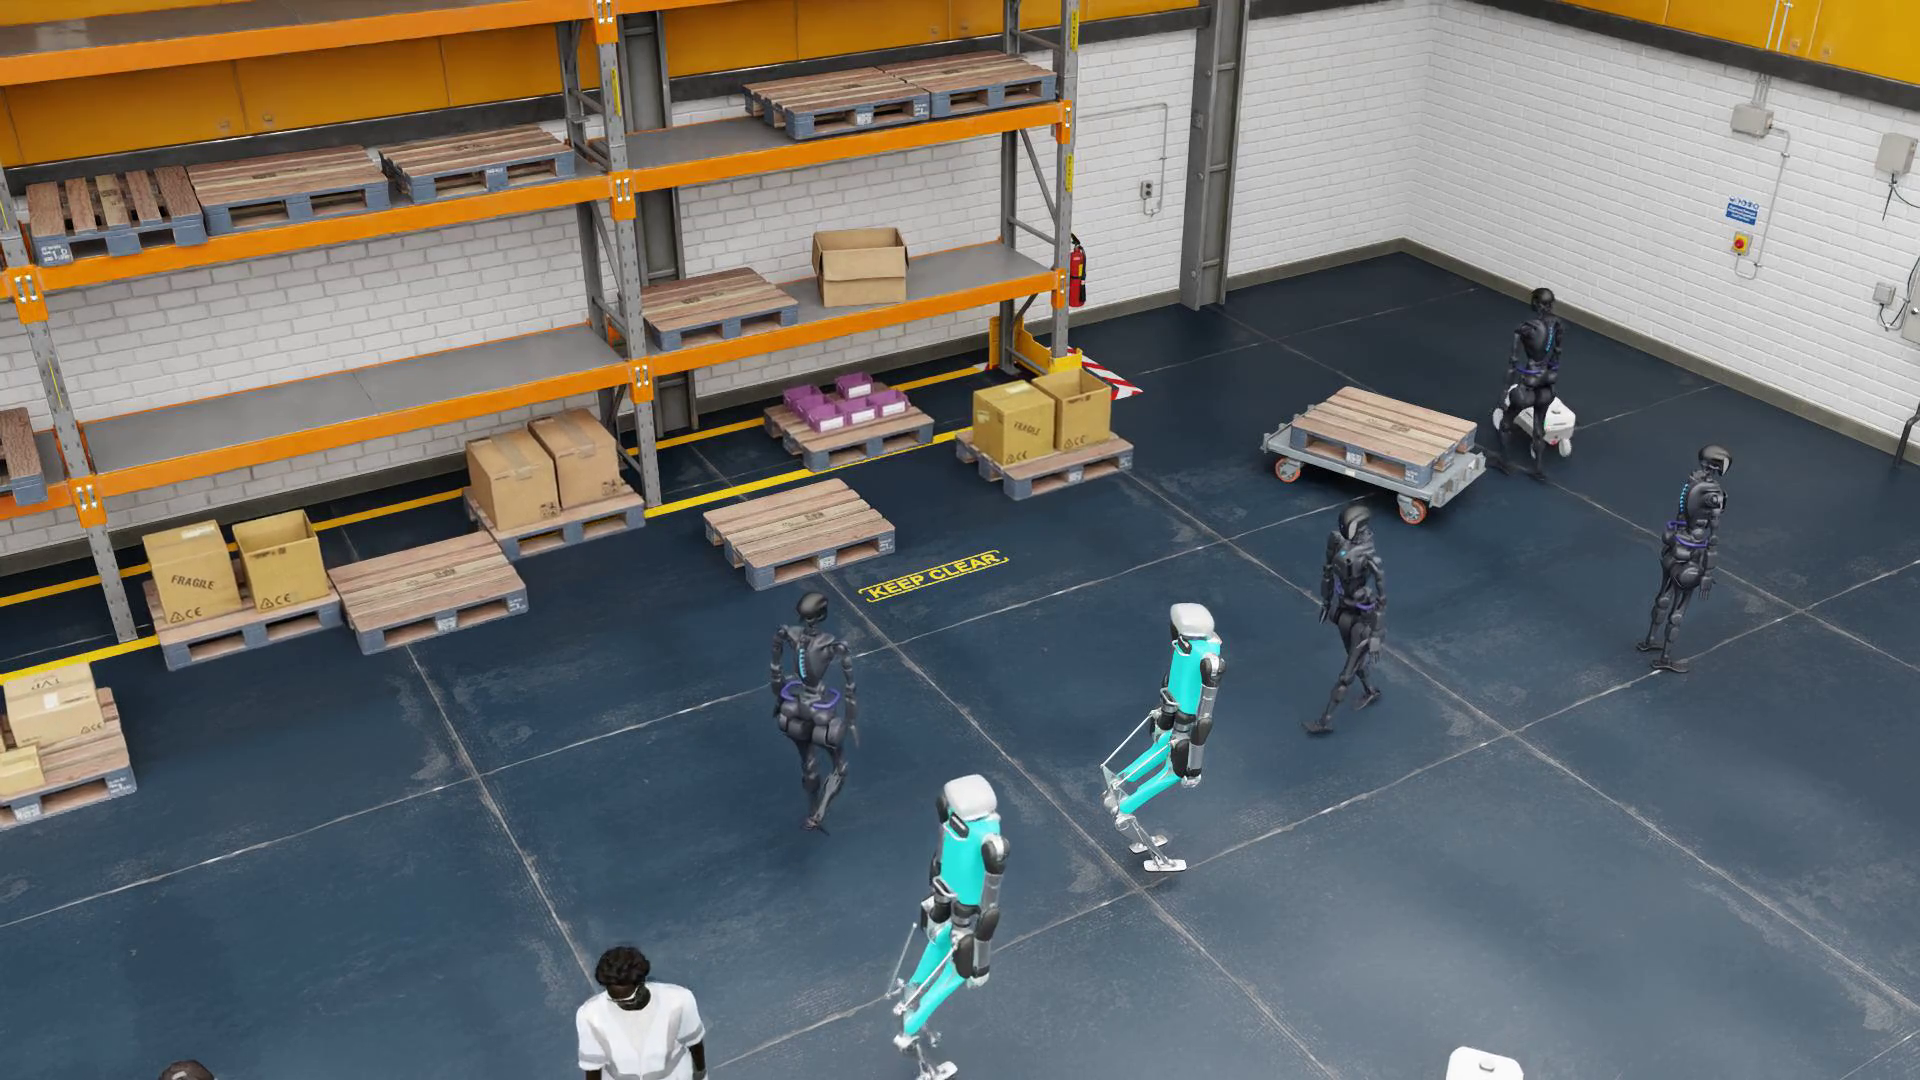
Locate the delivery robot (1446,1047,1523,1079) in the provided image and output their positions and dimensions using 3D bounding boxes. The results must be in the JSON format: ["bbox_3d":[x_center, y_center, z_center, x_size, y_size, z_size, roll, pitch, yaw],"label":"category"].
[{"bbox_3d":[2.414,2.774,7.777,0.499,0.599,0.784,10,31,18],"label":"delivery robot"}]

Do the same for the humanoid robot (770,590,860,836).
[{"bbox_3d":[-0.885,1.028,9.730,0.587,1.646,0.435,11,31,19],"label":"humanoid robot"}]

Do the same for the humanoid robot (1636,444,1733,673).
[{"bbox_3d":[4.974,0.096,11.358,0.315,1.657,0.599,1,29,1],"label":"humanoid robot"}]

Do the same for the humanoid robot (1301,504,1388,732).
[{"bbox_3d":[2.544,0.487,10.710,0.768,1.629,0.591,-15,33,-25],"label":"humanoid robot"}]

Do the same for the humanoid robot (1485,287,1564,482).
[{"bbox_3d":[4.755,-1.303,13.868,0.603,1.637,0.605,-13,32,-21],"label":"humanoid robot"}]

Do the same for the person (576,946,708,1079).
[{"bbox_3d":[-1.366,2.423,7.260,0.538,1.668,0.590,-3,30,-5],"label":"person"}]

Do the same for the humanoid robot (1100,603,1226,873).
[{"bbox_3d":[1.062,1.140,9.333,0.735,1.672,0.533,-8,30,-14],"label":"humanoid robot"}]

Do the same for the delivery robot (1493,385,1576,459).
[{"bbox_3d":[5.085,-1.091,14.600,0.499,0.580,0.756,-5,30,-9],"label":"delivery robot"}]

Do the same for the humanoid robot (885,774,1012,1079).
[{"bbox_3d":[-0.158,1.993,8.006,0.761,1.814,0.535,-16,33,-26],"label":"humanoid robot"}]

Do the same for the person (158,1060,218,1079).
[{"bbox_3d":[-2.801,2.751,6.465,0.531,1.883,0.411,-14,32,-23],"label":"person"}]
